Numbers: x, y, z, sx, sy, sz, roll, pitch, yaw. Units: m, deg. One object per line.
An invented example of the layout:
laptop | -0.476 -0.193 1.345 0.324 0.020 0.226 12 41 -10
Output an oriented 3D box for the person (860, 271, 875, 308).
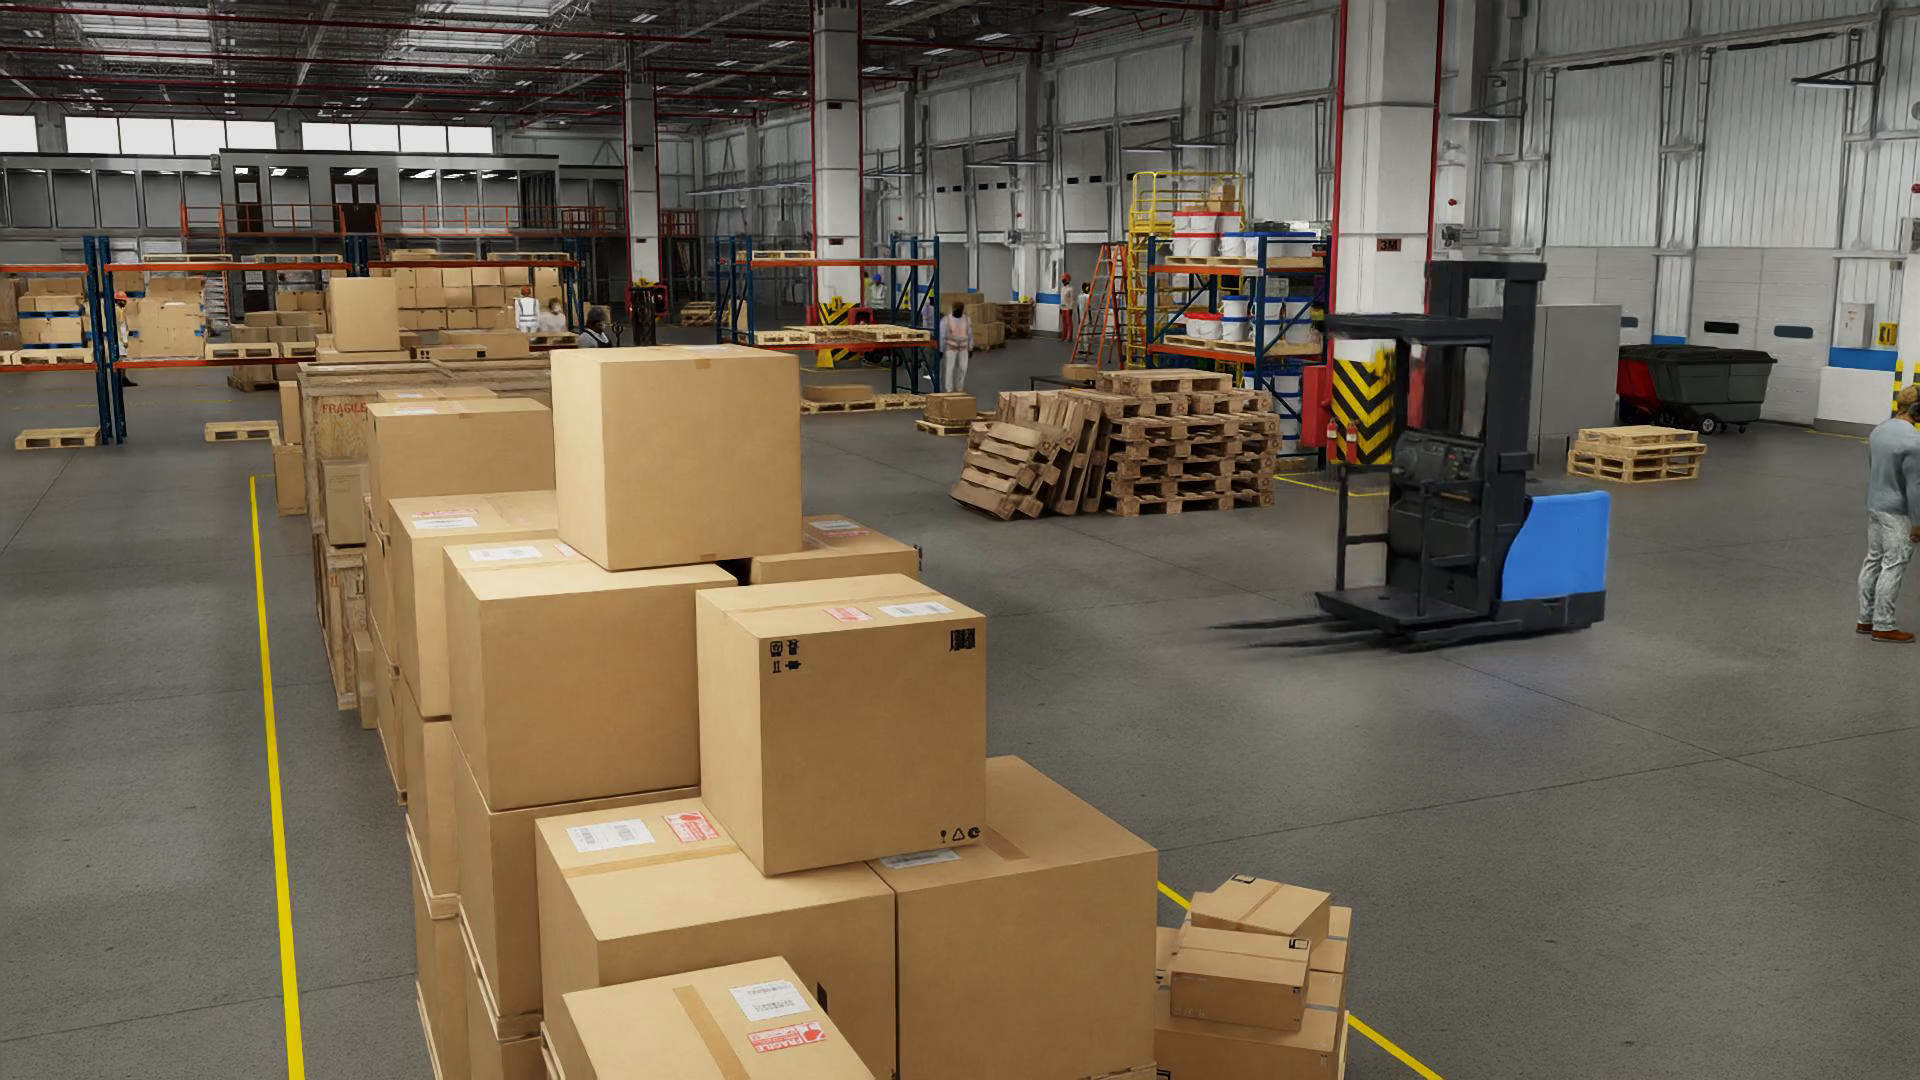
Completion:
person | -3.412 -8.923 60.851 0.647 1.810 0.805 0 10 0

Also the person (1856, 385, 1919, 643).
person | 6.966 -0.192 12.383 0.384 1.930 0.634 0 10 0

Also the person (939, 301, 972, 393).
person | -0.075 -3.579 31.319 0.679 1.825 0.518 -4 11 -20

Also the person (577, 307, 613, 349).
person | -5.116 -2.305 23.704 0.538 2.000 0.690 3 11 14

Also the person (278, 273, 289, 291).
person | -23.130 -8.238 57.028 0.979 1.841 0.581 0 10 -1

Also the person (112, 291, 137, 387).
person | -17.014 -4.077 33.776 0.376 1.931 0.542 -9 14 -40

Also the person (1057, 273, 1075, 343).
person | 3.073 -6.694 48.016 0.379 1.996 0.611 -6 12 -29

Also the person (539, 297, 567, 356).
person | -7.380 -3.508 30.698 0.788 1.915 0.645 8 13 38

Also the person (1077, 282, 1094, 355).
person | 3.251 -5.734 43.078 0.328 1.872 0.511 -7 13 -36

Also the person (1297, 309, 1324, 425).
person | 5.551 -2.666 26.074 0.658 1.905 0.592 6 12 30

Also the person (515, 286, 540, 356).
person | -10.247 -5.083 39.449 0.574 1.884 0.356 -5 11 -24

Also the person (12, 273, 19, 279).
person | -32.982 -8.450 58.227 0.967 1.795 0.535 4 11 22

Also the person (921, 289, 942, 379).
person | -0.595 -4.407 35.598 0.375 1.929 0.585 6 12 29

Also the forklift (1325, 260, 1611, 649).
forklift | 3.936 -0.721 12.659 1.873 2.768 1.129 -4 11 -23

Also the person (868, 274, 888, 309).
person | -2.446 -6.949 49.580 0.602 1.938 0.400 3 11 15

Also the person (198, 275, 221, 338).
person | -22.964 -7.049 50.289 0.988 1.894 0.562 1 10 7

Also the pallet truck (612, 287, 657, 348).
pallet truck | -6.464 -4.406 35.401 0.823 1.965 1.885 6 12 32
